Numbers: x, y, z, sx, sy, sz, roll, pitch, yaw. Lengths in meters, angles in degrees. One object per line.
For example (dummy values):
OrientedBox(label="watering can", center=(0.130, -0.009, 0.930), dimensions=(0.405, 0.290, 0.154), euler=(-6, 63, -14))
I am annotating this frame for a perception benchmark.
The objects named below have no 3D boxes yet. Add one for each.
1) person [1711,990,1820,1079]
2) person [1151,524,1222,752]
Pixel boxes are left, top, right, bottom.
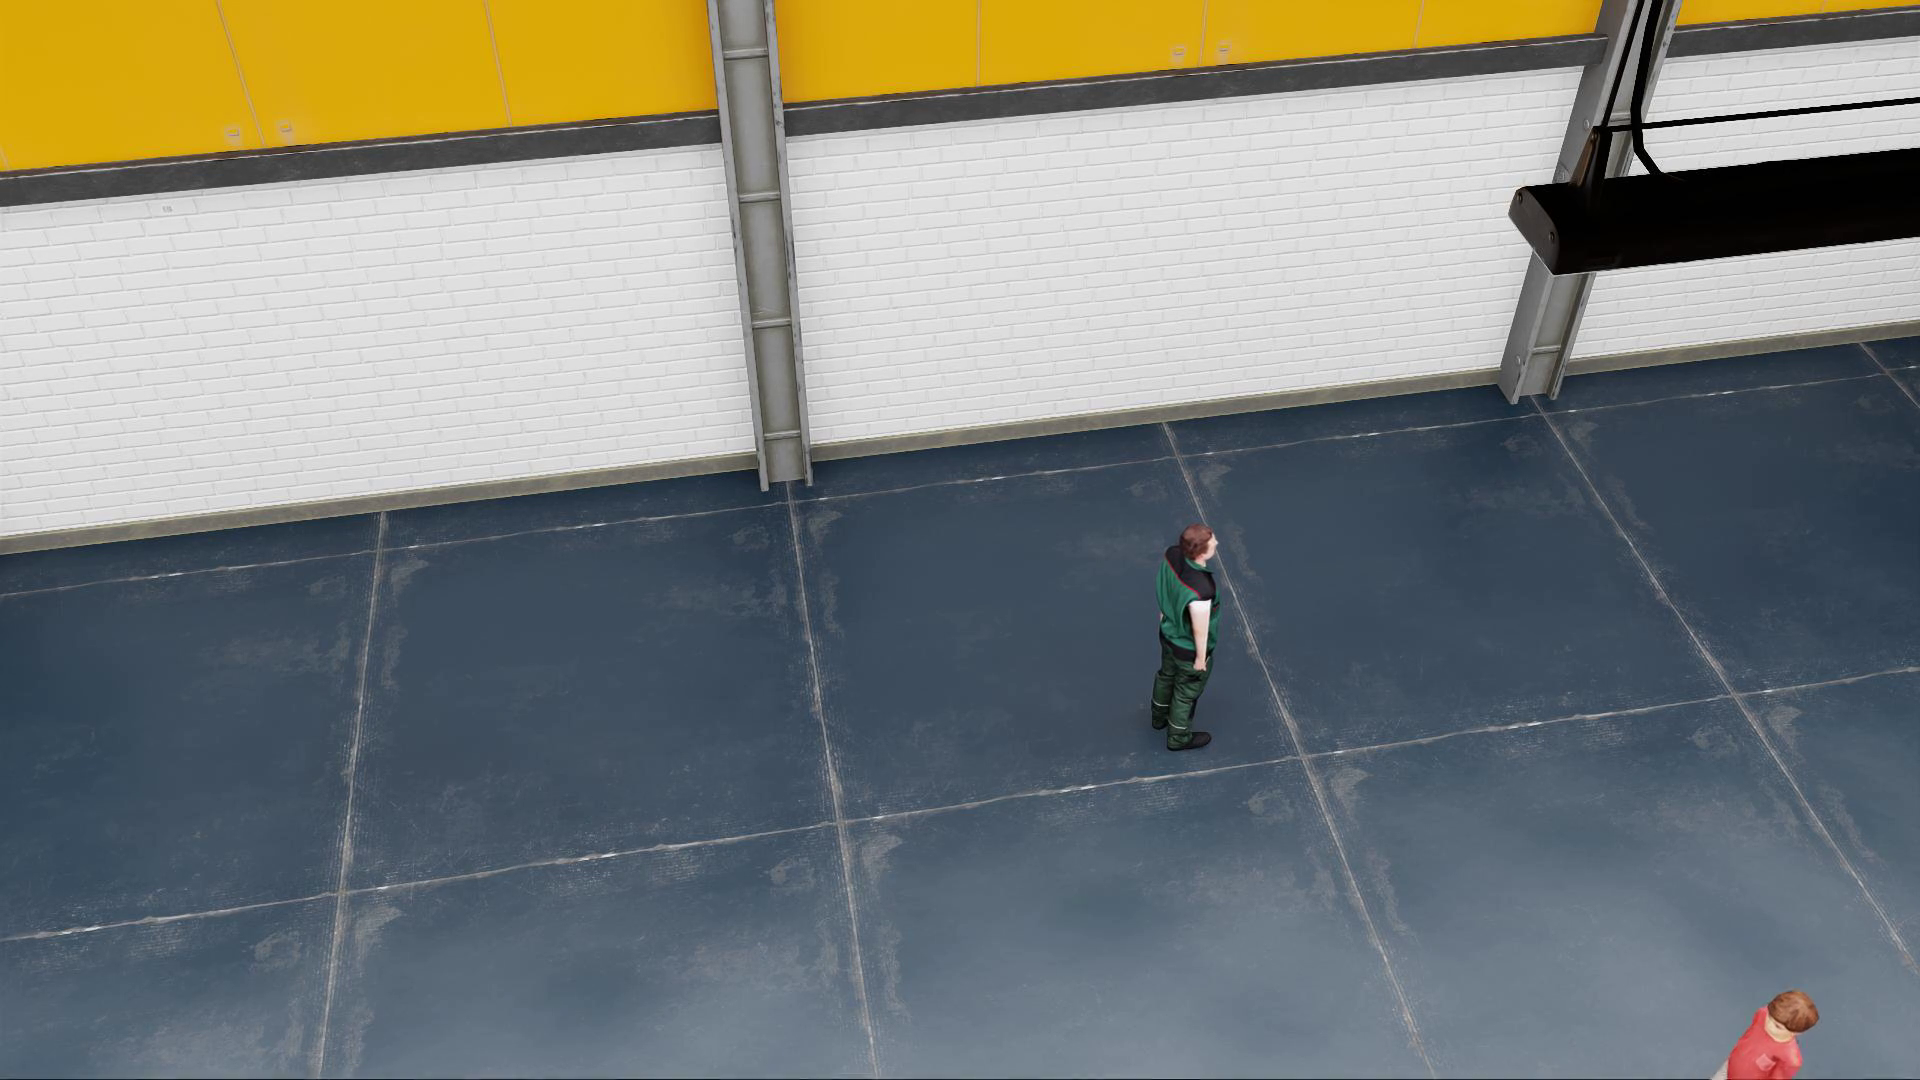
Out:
OrientedBox(label="person", center=(4.038, 2.695, 8.326), dimensions=(0.941, 1.385, 0.538), euler=(-9, 44, -9))
OrientedBox(label="person", center=(1.396, 0.579, 10.215), dimensions=(0.673, 1.842, 0.704), euler=(-18, 46, -18))
